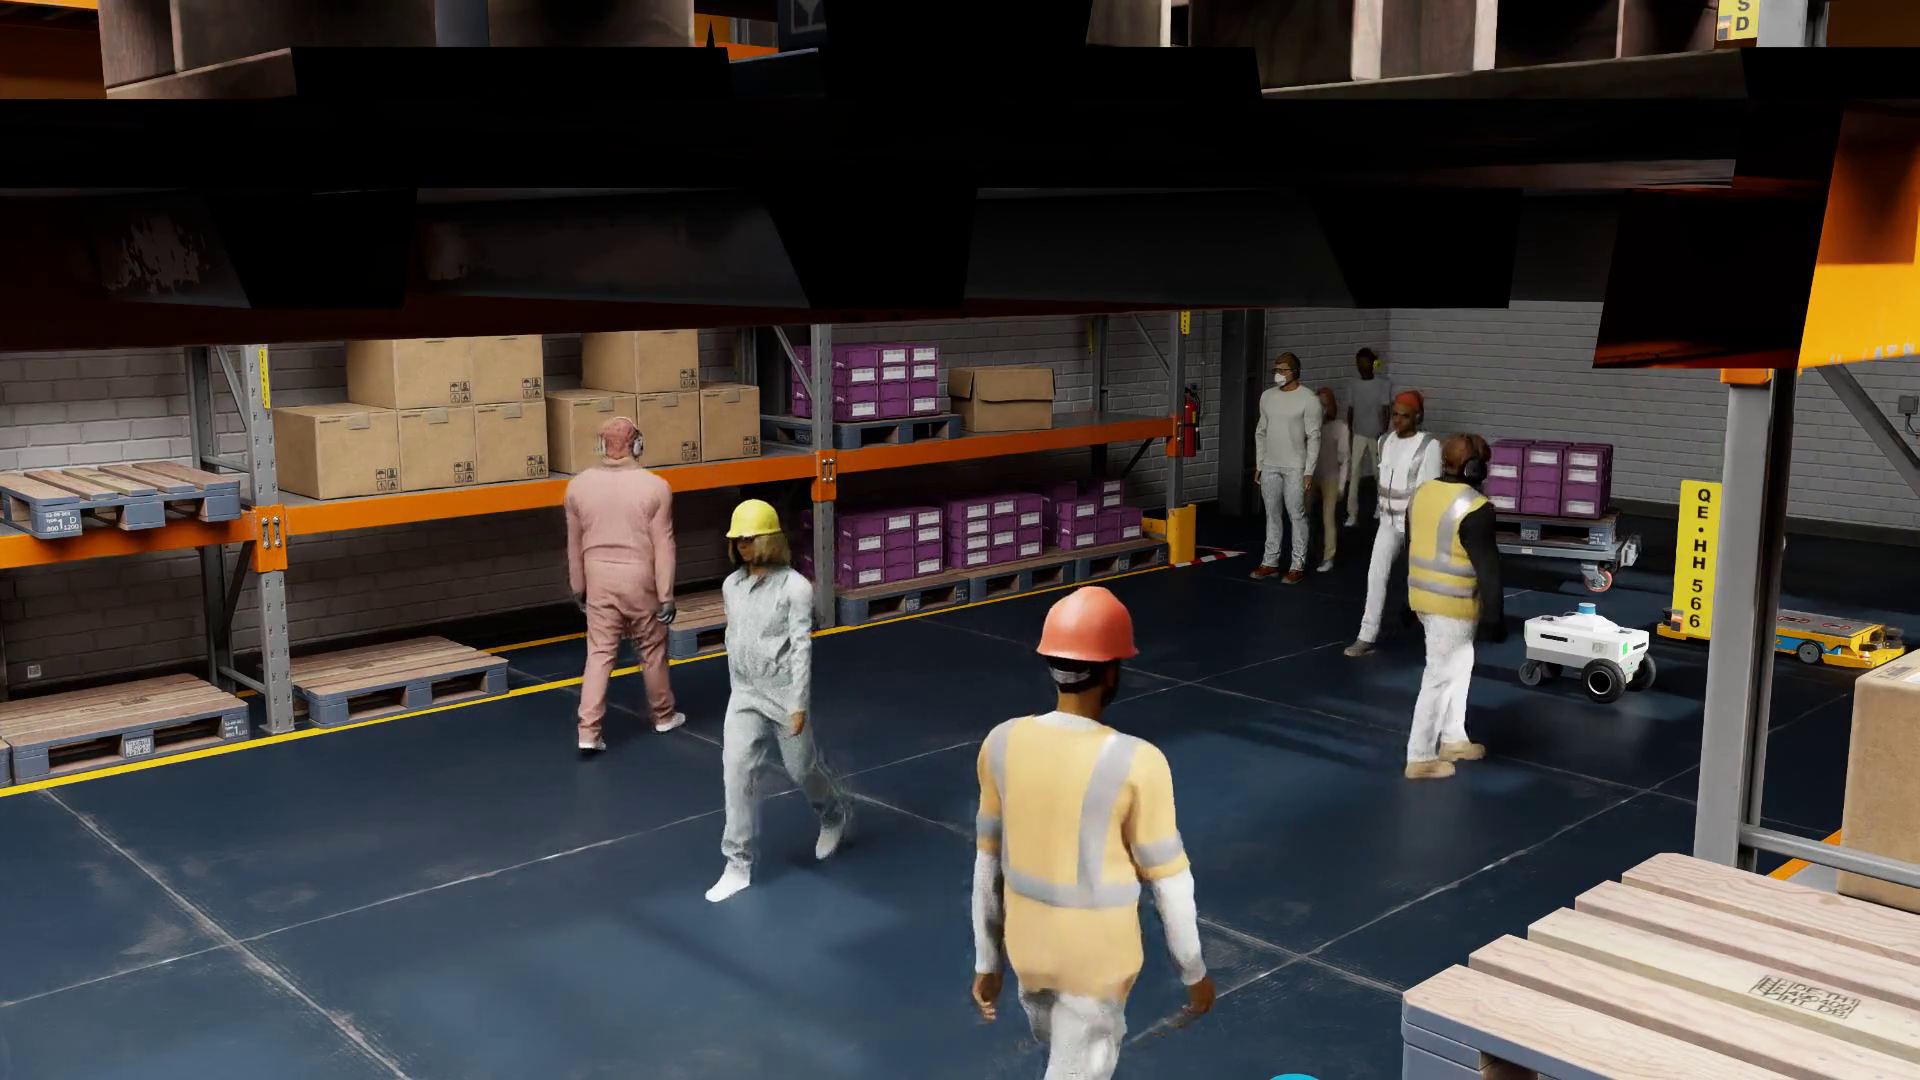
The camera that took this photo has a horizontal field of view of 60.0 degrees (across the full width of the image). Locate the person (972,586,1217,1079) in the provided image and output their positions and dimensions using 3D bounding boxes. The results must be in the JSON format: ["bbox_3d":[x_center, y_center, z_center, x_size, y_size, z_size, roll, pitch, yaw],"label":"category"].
[{"bbox_3d":[0.370,1.062,4.366,0.570,1.892,0.957,9,13,42],"label":"person"}]

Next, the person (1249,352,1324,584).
[{"bbox_3d":[2.735,-0.604,13.974,0.371,1.940,0.630,-9,13,-42],"label":"person"}]

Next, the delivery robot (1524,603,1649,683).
[{"bbox_3d":[3.932,0.639,10.470,0.477,0.478,0.707,-9,13,-42],"label":"delivery robot"}]

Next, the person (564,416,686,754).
[{"bbox_3d":[-1.866,0.239,9.268,0.663,1.868,0.908,2,10,12],"label":"person"}]

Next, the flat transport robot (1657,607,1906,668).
[{"bbox_3d":[5.708,0.636,11.589,0.652,0.197,1.431,-9,13,-42],"label":"flat transport robot"}]

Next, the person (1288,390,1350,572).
[{"bbox_3d":[3.107,-0.499,14.340,0.527,1.596,0.566,6,12,33],"label":"person"}]

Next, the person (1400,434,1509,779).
[{"bbox_3d":[2.662,0.349,8.751,0.744,1.813,0.628,-2,10,-14],"label":"person"}]

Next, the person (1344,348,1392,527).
[{"bbox_3d":[4.206,-1.073,17.089,0.500,1.823,0.949,5,11,28],"label":"person"}]

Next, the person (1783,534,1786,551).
[{"bbox_3d":[6.190,-0.255,12.874,0.557,1.612,0.458,-2,10,-12],"label":"person"}]

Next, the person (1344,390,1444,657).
[{"bbox_3d":[3.127,-0.122,11.463,0.954,1.845,0.590,-6,11,-31],"label":"person"}]

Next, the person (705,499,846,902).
[{"bbox_3d":[-0.800,0.651,7.282,0.487,1.713,0.819,5,11,27],"label":"person"}]
